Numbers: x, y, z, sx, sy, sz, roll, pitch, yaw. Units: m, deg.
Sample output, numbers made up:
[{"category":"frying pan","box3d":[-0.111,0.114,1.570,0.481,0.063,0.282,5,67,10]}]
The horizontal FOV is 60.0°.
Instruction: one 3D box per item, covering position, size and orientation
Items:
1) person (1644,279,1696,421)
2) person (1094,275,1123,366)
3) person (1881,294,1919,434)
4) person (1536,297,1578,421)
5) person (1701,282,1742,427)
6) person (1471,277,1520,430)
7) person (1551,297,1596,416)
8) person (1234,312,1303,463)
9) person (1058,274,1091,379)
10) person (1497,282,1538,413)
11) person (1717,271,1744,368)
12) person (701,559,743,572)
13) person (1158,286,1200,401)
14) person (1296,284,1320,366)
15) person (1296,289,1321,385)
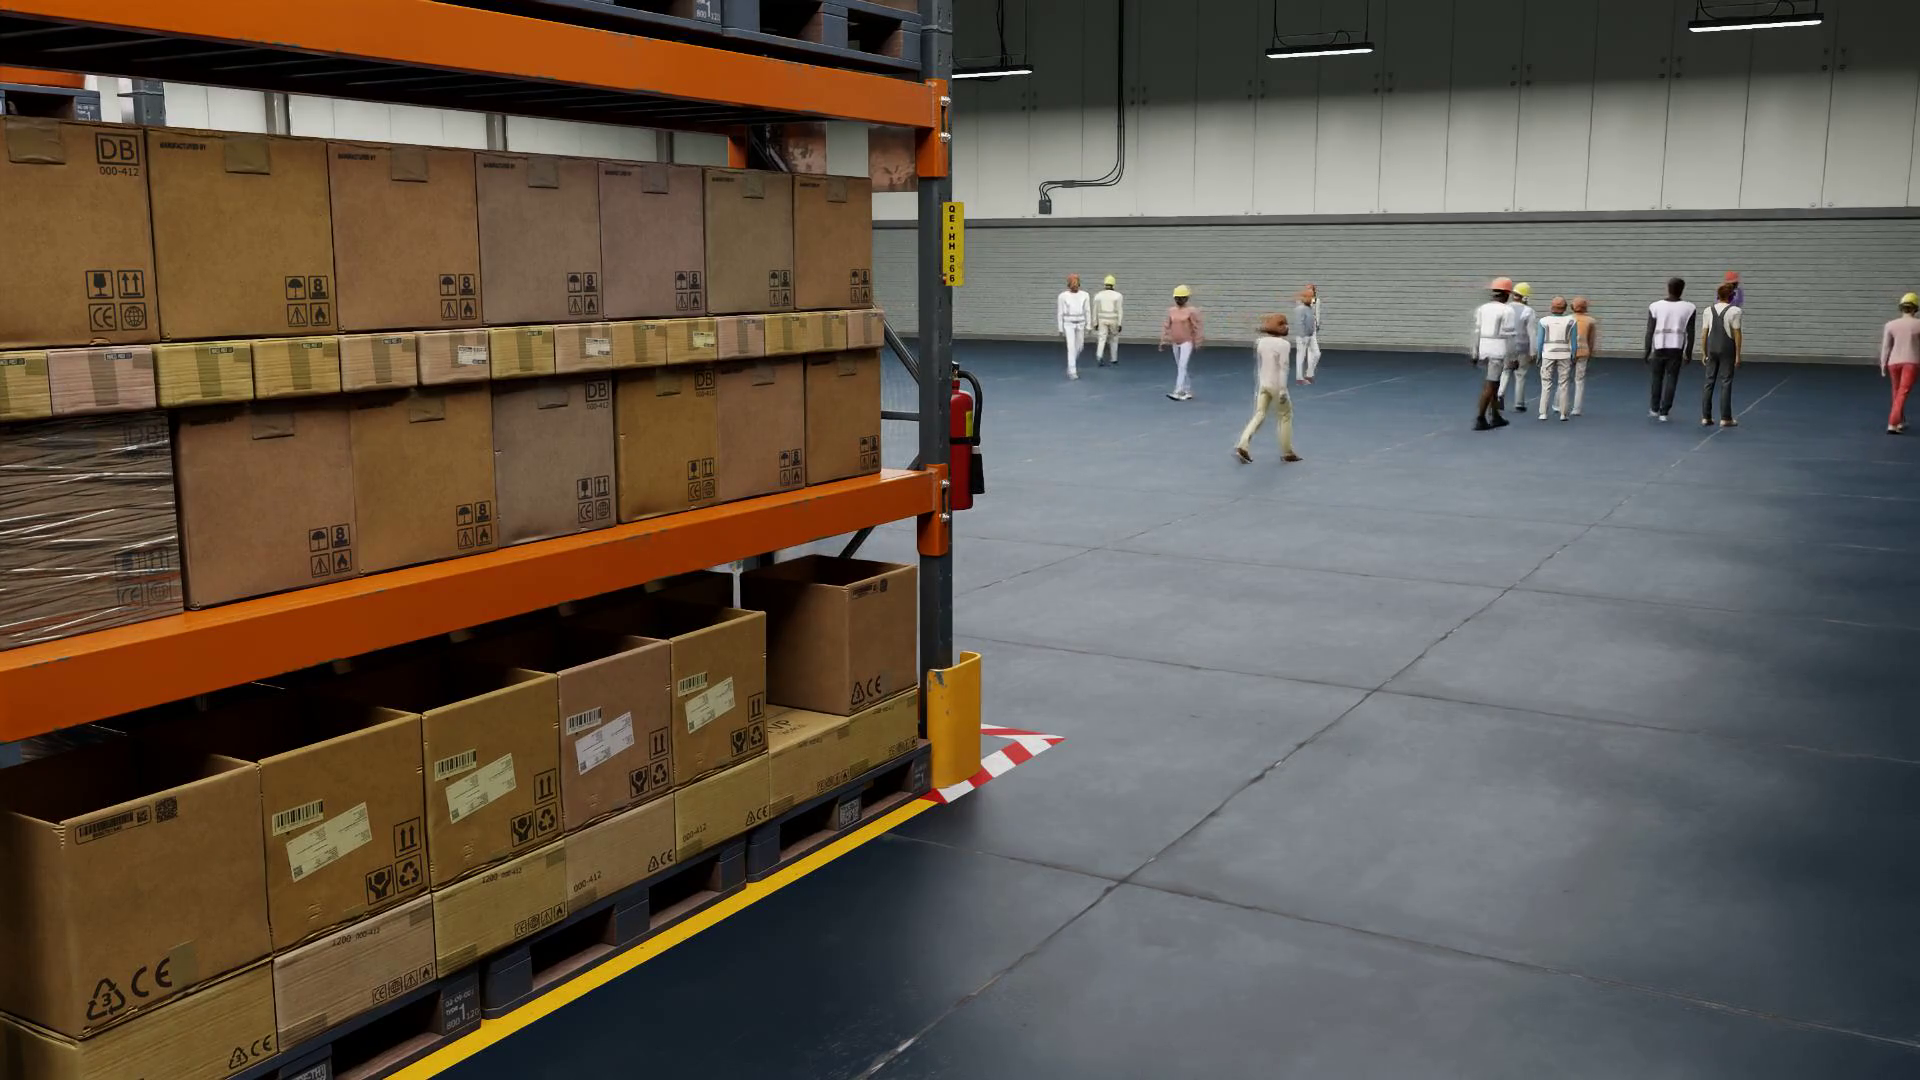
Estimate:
[{"category":"person","box3d":[9.504,-2.551,22.277,0.603,1.867,0.960,4,11,25]},{"category":"person","box3d":[2.922,-4.333,32.923,0.600,1.803,0.873,4,10,20]},{"category":"person","box3d":[11.651,-2.170,20.497,0.921,1.719,0.536,-7,12,-36]},{"category":"person","box3d":[7.890,-2.389,22.008,0.523,1.636,0.309,3,10,19]},{"category":"person","box3d":[9.764,-2.377,21.324,0.343,1.847,0.506,-8,13,-39]},{"category":"person","box3d":[6.785,-2.330,20.849,0.797,1.903,0.569,-5,11,-27]},{"category":"person","box3d":[8.459,-2.533,22.935,0.521,1.604,0.762,1,10,5]},{"category":"person","box3d":[3.244,-1.595,17.467,0.823,1.601,0.508,-6,11,-30]},{"category":"person","box3d":[2.018,-3.813,29.681,0.577,1.863,0.769,-2,10,-14]},{"category":"person","box3d":[7.721,-2.659,23.053,0.487,1.816,0.616,-9,13,-41]},{"category":"person","box3d":[14.853,-4.251,32.150,0.558,1.888,0.649,-1,10,-5]},{"category":"person","box3d":[-1.718,-0.709,11.183,0.572,1.973,0.634,-2,10,-11]},{"category":"person","box3d":[3.291,-2.942,24.993,0.538,1.726,0.883,9,13,41]},{"category":"person","box3d":[6.887,-4.254,32.950,0.509,1.629,0.316,6,11,32]},{"category":"person","box3d":[5.891,-3.412,28.046,0.514,1.613,0.499,-9,14,-44]}]
